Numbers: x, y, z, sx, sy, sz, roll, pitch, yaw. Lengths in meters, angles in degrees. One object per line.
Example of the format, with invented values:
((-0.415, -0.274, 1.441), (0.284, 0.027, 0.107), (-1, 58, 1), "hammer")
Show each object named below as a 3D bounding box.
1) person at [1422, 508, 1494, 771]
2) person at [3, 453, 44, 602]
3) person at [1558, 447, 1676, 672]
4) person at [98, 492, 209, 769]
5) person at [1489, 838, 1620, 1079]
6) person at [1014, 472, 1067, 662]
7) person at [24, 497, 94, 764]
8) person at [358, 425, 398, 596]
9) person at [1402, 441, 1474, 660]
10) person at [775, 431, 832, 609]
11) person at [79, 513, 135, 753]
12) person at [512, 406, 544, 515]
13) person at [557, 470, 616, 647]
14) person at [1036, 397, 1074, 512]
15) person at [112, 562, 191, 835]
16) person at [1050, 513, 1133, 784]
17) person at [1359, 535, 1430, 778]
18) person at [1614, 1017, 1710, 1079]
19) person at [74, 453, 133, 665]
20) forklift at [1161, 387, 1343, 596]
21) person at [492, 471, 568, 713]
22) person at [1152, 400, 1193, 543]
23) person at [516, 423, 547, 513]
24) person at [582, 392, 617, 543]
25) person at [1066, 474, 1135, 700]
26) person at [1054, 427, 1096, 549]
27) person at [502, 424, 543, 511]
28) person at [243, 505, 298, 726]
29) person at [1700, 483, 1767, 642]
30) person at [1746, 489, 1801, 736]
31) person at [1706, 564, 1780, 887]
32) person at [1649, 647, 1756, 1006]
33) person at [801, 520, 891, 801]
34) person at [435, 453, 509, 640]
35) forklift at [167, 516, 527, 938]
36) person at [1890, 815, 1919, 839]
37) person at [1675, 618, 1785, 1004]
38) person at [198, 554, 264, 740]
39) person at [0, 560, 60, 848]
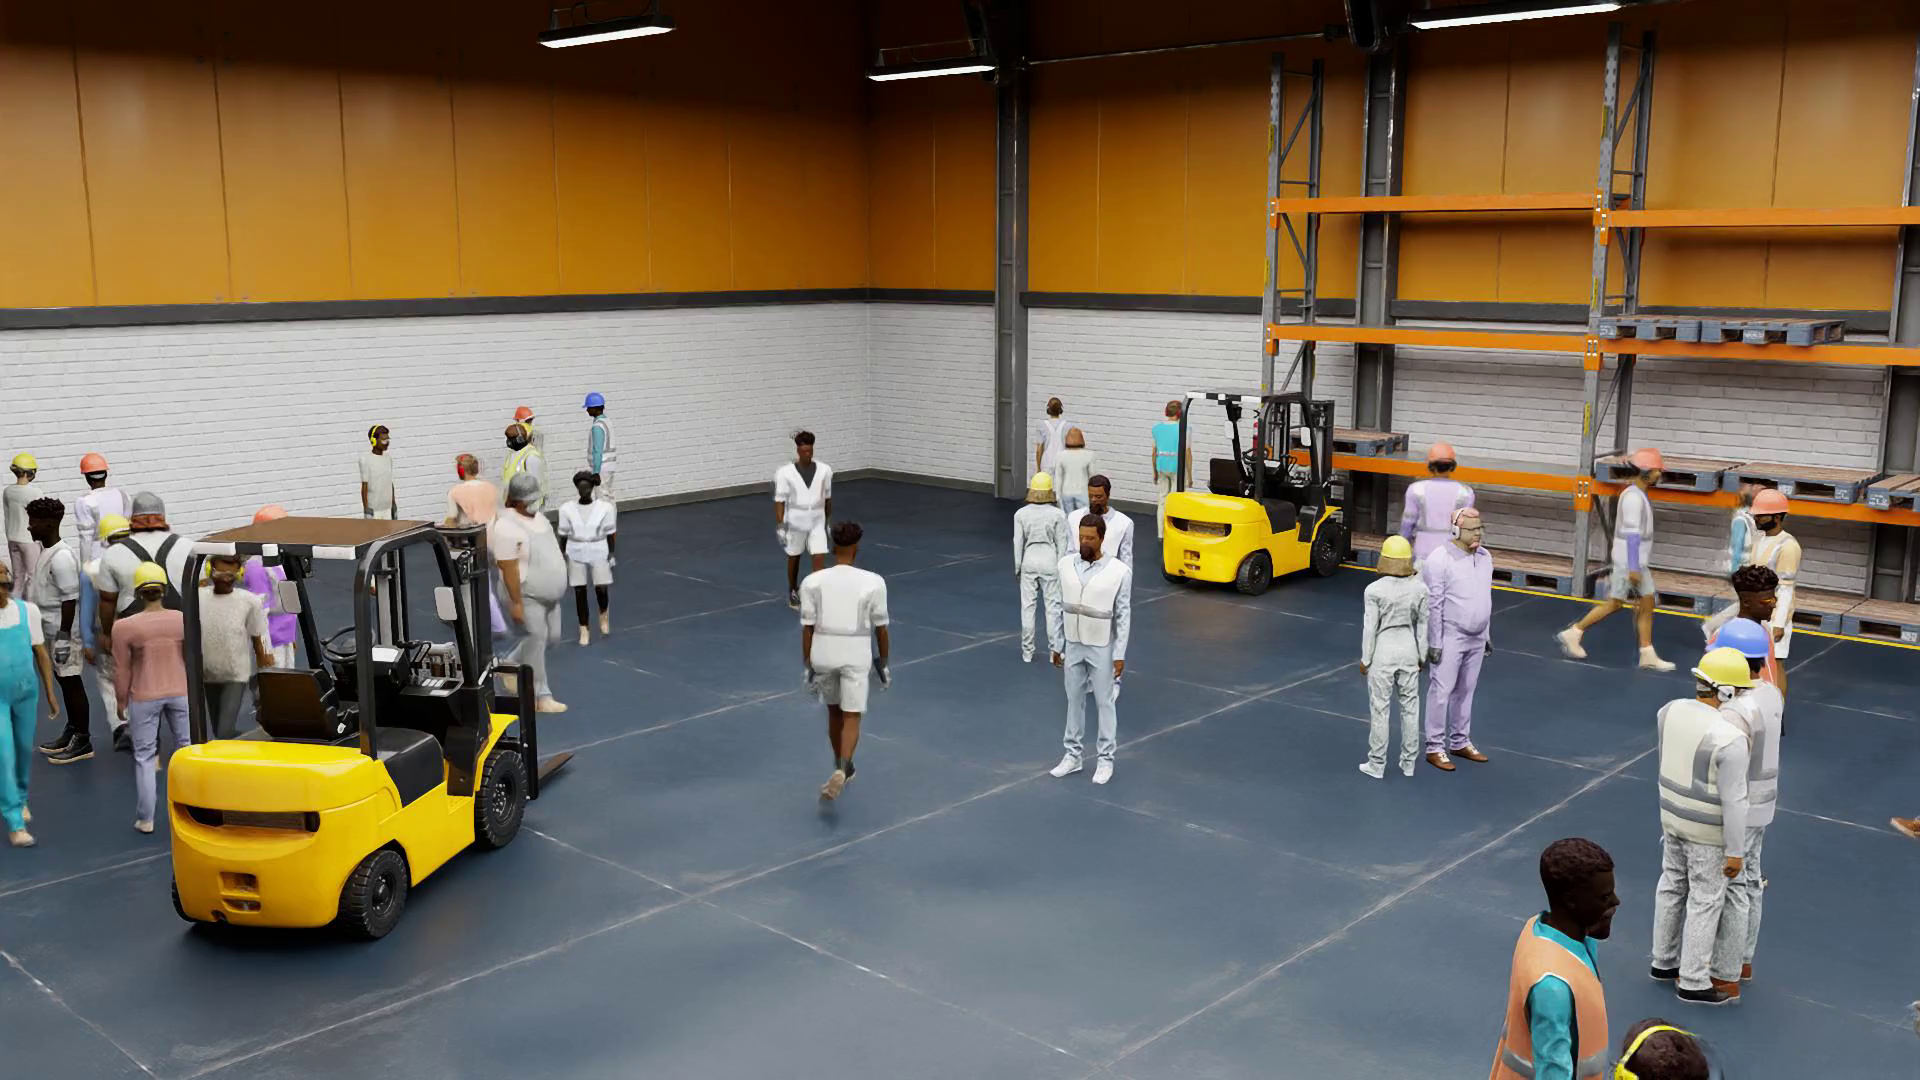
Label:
((3.645, 0.708, 12.095), (0.642, 1.908, 0.407), (-7, 12, -33), "person")
((-9.238, 0.015, 16.492), (0.535, 1.756, 0.371), (5, 11, 25), "person")
((5.953, 0.159, 14.953), (0.966, 2.008, 0.629), (6, 12, 31), "person")
((-5.914, 0.611, 12.264), (0.763, 2.000, 0.920), (-5, 11, -27), "person")
((1.903, 1.881, 5.381), (0.390, 1.920, 0.588), (3, 10, 17), "person")
((0.736, 0.249, 15.169), (0.485, 1.744, 0.309), (2, 10, 12), "person")
((-6.634, 0.652, 12.243), (0.368, 1.966, 0.603), (-7, 12, -36), "person")
((-6.318, -0.325, 18.126), (0.323, 1.860, 0.519), (4, 11, 21), "person")
((4.351, 0.114, 15.173), (0.616, 2.021, 0.827), (2, 10, 12), "person")
((-1.595, -0.170, 17.098), (0.619, 1.905, 1.018), (-3, 10, -18), "person")
((-6.234, 0.708, 12.414), (0.604, 1.803, 0.513), (-8, 13, -39), "person")
((-5.563, -0.843, 21.364), (0.335, 1.748, 0.572), (3, 11, 19), "person")
((-3.542, 0.167, 15.817), (0.542, 1.689, 0.400), (-1, 10, -7), "person")
((1.235, -0.934, 21.619), (0.507, 1.847, 0.345), (0, 10, -1), "person")
((-5.187, 1.015, 10.782), (0.531, 1.760, 0.340), (-8, 13, -39), "person")
((0.928, 0.754, 11.792), (0.592, 1.922, 0.392), (6, 12, 31), "person")
((3.085, 0.829, 11.872), (0.493, 1.742, 0.302), (-2, 10, -9), "person")
((1.654, 2.116, 4.298), (0.571, 1.828, 0.707), (-9, 13, -42), "person")
((-7.758, 0.174, 15.065), (0.376, 1.929, 0.551), (4, 11, 23), "person")
((3.298, -0.608, 18.767), (1.214, 2.155, 2.313), (9, 13, 42), "forklift")
((-3.512, 0.399, 13.471), (0.684, 2.000, 0.702), (2, 10, 13), "person")
((2.703, -0.863, 21.211), (0.566, 1.844, 0.382), (7, 12, 35), "person")
((-5.023, -0.502, 19.445), (0.442, 1.744, 0.577), (-1, 10, -3), "person")
((-4.603, -0.924, 21.307), (0.416, 1.939, 0.604), (0, 10, 1), "person")
((1.169, 0.393, 13.890), (0.593, 1.912, 0.384), (6, 12, 30), "person")
((1.383, -0.550, 20.054), (0.512, 1.619, 0.528), (2, 10, 9), "person")
((-4.877, -0.384, 18.549), (0.429, 1.830, 0.636), (-8, 13, -39), "person")
((-4.927, 0.703, 12.037), (0.362, 1.935, 0.553), (-1, 10, -4), "person")
((7.226, 0.270, 15.404), (0.440, 1.624, 0.517), (8, 13, 40), "person")
((6.237, 0.562, 12.884), (0.392, 1.929, 0.539), (-1, 10, -4), "person")
((4.547, 1.101, 9.690), (0.607, 1.966, 0.367), (-10, 14, -44), "person")
((3.709, 1.420, 8.298), (0.403, 1.820, 0.602), (-2, 10, -13), "person")
((-0.802, 0.841, 11.372), (0.620, 1.912, 0.875), (1, 10, 7), "person")
((-4.740, 0.061, 16.091), (0.978, 1.793, 0.592), (5, 11, 28), "person")
((-3.583, 0.976, 9.748), (1.214, 2.155, 2.313), (2, 10, 11), "forklift")
((6.266, 1.013, 10.186), (0.823, 1.964, 0.634), (0, 10, 1), "person")
((3.885, 1.346, 8.343), (0.384, 1.949, 0.601), (8, 13, 40), "person")
((-4.887, 0.914, 11.154), (0.545, 1.834, 0.839), (1, 10, 4), "person")
((-6.109, 1.006, 10.681), (0.714, 1.832, 0.526), (9, 13, 40), "person")
